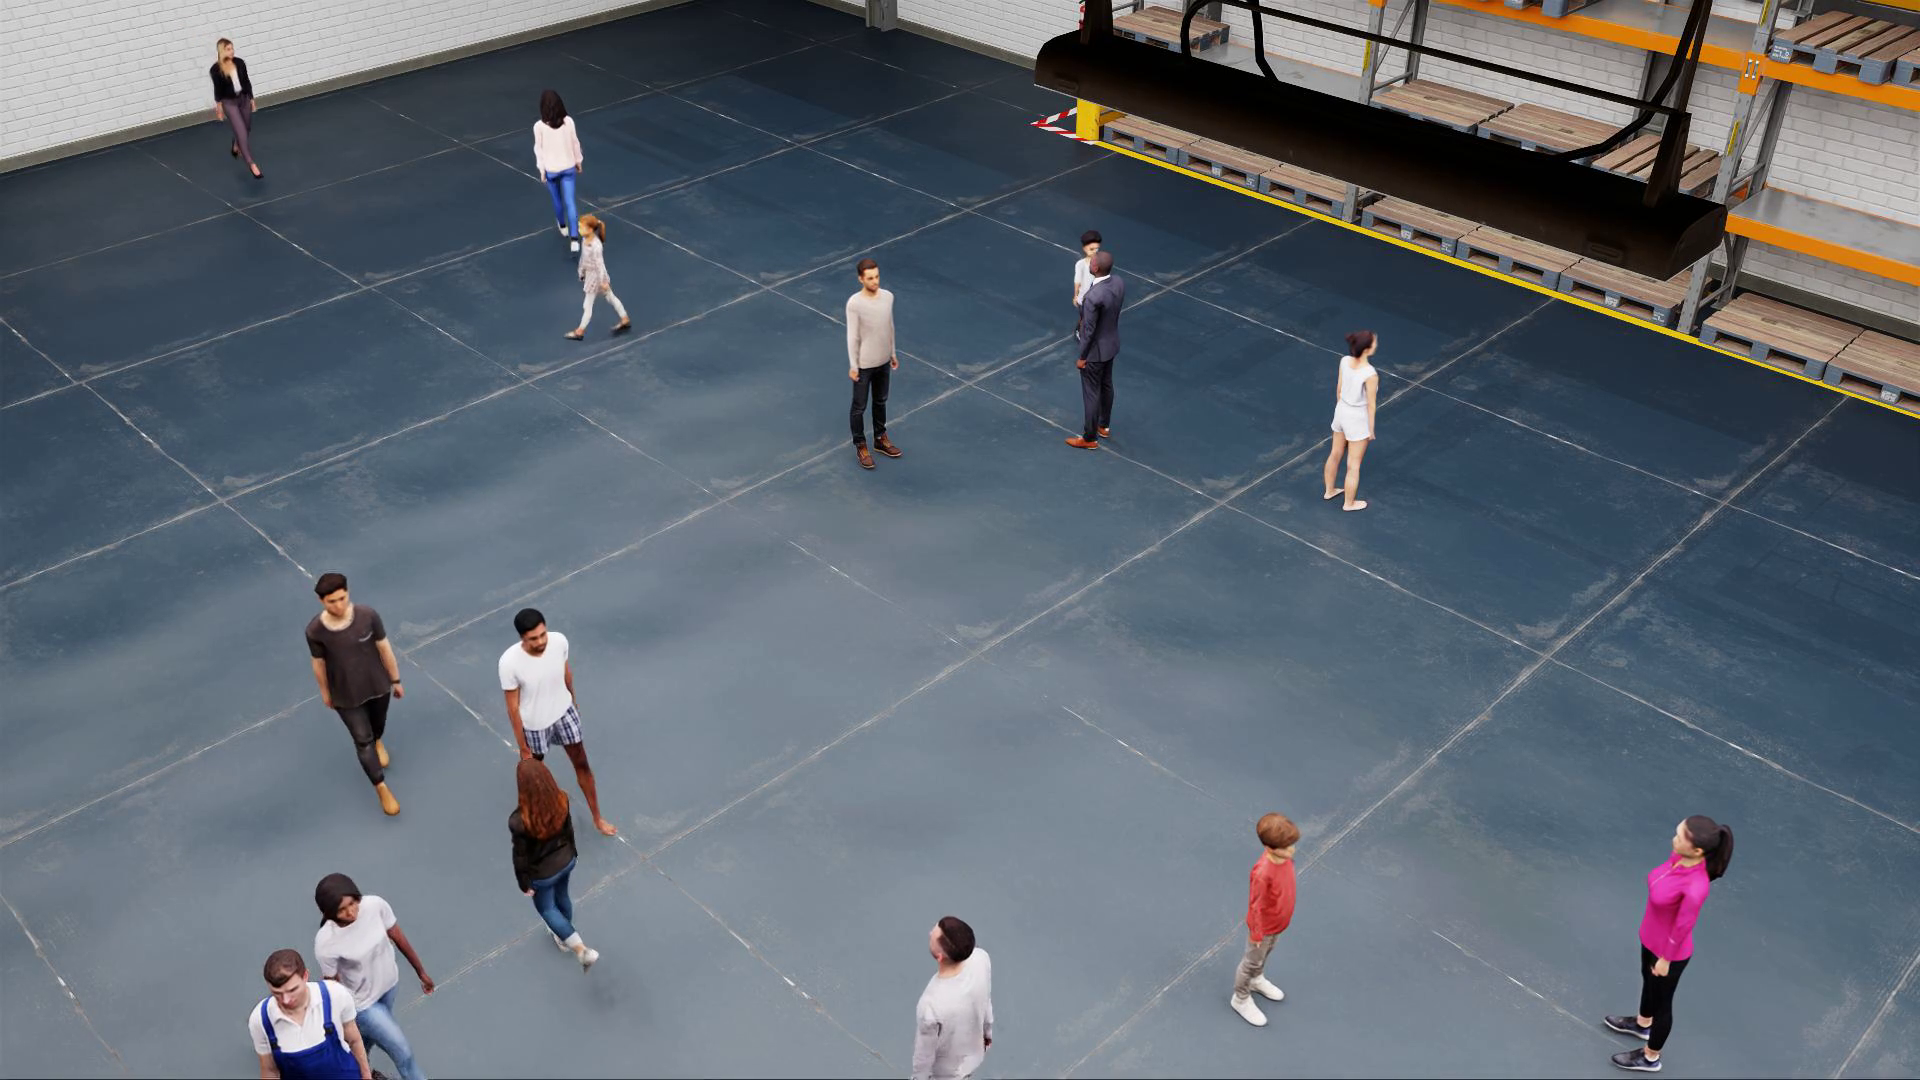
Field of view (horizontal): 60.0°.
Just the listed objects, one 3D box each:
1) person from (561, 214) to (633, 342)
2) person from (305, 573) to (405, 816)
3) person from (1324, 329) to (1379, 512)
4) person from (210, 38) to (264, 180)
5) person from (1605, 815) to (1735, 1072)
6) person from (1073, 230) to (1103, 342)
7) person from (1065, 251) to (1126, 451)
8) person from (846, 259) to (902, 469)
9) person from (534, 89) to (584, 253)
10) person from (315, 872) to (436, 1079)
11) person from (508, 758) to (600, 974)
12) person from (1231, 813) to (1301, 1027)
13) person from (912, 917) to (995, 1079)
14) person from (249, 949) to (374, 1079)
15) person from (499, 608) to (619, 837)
[{"bbox_3d":[-3.492,-2.576,16.285,0.797,1.270,0.950,-15,37,-22],"label":"person"},{"bbox_3d":[-3.885,0.884,10.710,0.781,1.680,1.104,-19,38,-26],"label":"person"},{"bbox_3d":[3.209,-0.991,13.600,0.667,1.604,0.552,-20,38,-27],"label":"person"},{"bbox_3d":[-8.684,-5.167,19.858,1.066,1.632,0.694,26,42,34],"label":"person"},{"bbox_3d":[3.762,2.124,8.828,0.722,1.698,0.679,5,34,7],"label":"person"},{"bbox_3d":[1.238,-2.407,16.054,0.719,1.246,0.933,-12,35,-17],"label":"person"},{"bbox_3d":[1.201,-1.654,14.399,0.656,1.824,0.726,22,39,29],"label":"person"},{"bbox_3d":[-0.758,-1.533,14.177,0.659,1.868,0.585,-25,41,-33],"label":"person"},{"bbox_3d":[-4.283,-3.929,17.908,1.021,1.728,1.273,-10,35,-15],"label":"person"},{"bbox_3d":[-3.072,2.317,8.557,1.194,1.677,0.881,12,36,18],"label":"person"},{"bbox_3d":[-2.283,1.865,9.427,0.827,1.466,0.604,26,41,33],"label":"person"},{"bbox_3d":[1.693,2.059,9.181,0.503,1.416,0.544,22,40,30],"label":"person"},{"bbox_3d":[0.017,2.552,8.081,1.149,1.812,0.799,22,39,29],"label":"person"},{"bbox_3d":[-3.047,2.606,7.967,0.706,1.849,0.689,-14,36,-20],"label":"person"},{"bbox_3d":[-2.651,1.067,10.427,0.719,1.689,1.020,-27,42,-34],"label":"person"}]
